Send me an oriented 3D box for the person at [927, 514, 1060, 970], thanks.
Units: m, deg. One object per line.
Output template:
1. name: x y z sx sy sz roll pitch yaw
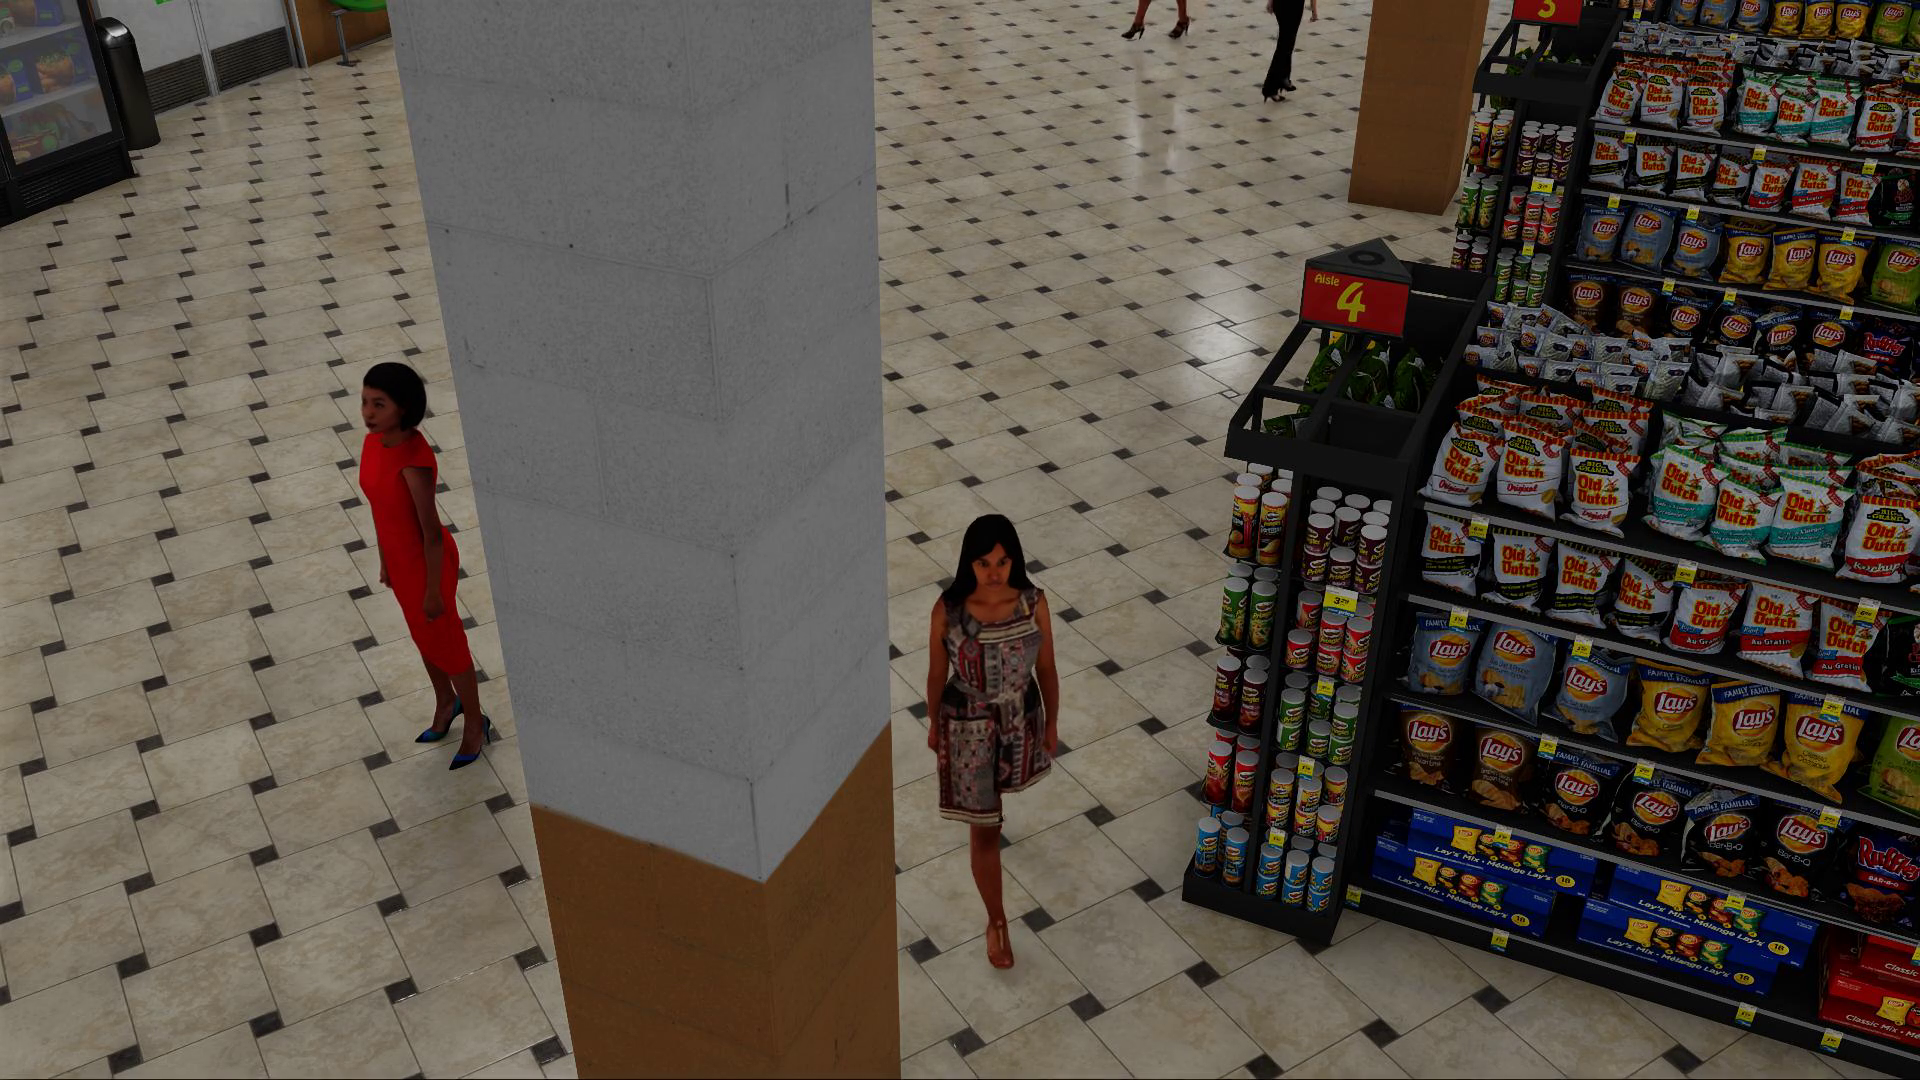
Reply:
1. person: 0.108 0.599 5.809 1.111 1.609 1.064 -5 32 -9

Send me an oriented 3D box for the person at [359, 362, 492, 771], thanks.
1. person: -2.087 0.116 6.462 0.690 1.740 0.554 -27 41 -36

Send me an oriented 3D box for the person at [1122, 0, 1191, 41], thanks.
1. person: 2.023 -5.562 15.576 0.992 1.750 0.984 -15 35 -23

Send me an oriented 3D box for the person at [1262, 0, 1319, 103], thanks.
1. person: 2.694 -4.454 13.954 0.849 1.583 0.791 -17 36 -26
